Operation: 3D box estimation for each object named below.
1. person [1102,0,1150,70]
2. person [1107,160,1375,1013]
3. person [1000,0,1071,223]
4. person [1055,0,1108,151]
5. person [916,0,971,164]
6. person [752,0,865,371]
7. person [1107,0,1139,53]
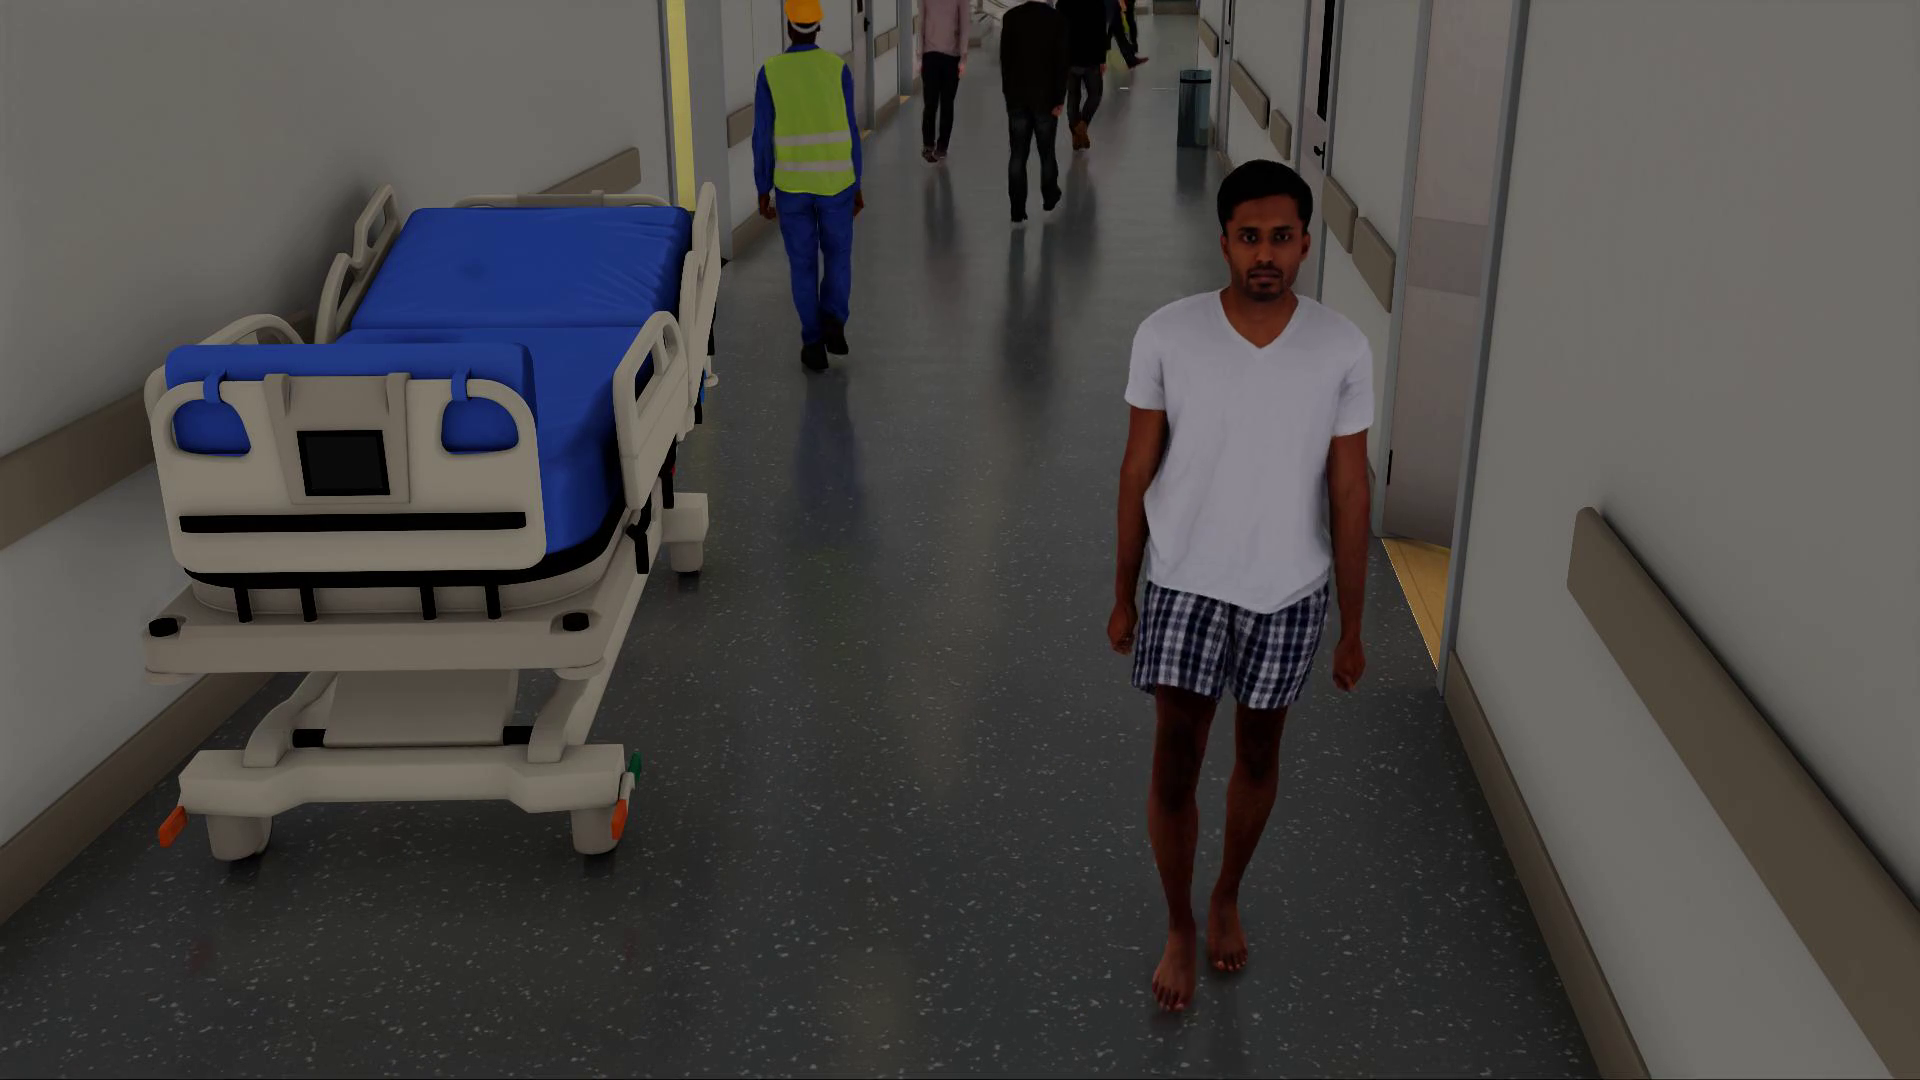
[{"bbox_3d":[1.957,-7.420,23.089,1.141,1.815,0.661,2,21,5],"label":"person"},{"bbox_3d":[0.567,0.074,3.435,0.589,1.720,0.719,2,21,4],"label":"person"},{"bbox_3d":[0.491,-3.139,11.852,1.096,1.766,0.904,5,21,14],"label":"person"},{"bbox_3d":[1.122,-4.508,15.540,0.752,1.716,0.814,7,22,17],"label":"person"},{"bbox_3d":[-0.136,-4.250,14.794,1.071,1.762,0.694,3,21,7],"label":"person"},{"bbox_3d":[-0.701,-1.697,7.995,0.704,1.802,0.828,-4,21,-10],"label":"person"},{"bbox_3d":[2.705,-8.544,26.310,1.000,1.634,0.827,12,24,29],"label":"person"}]
